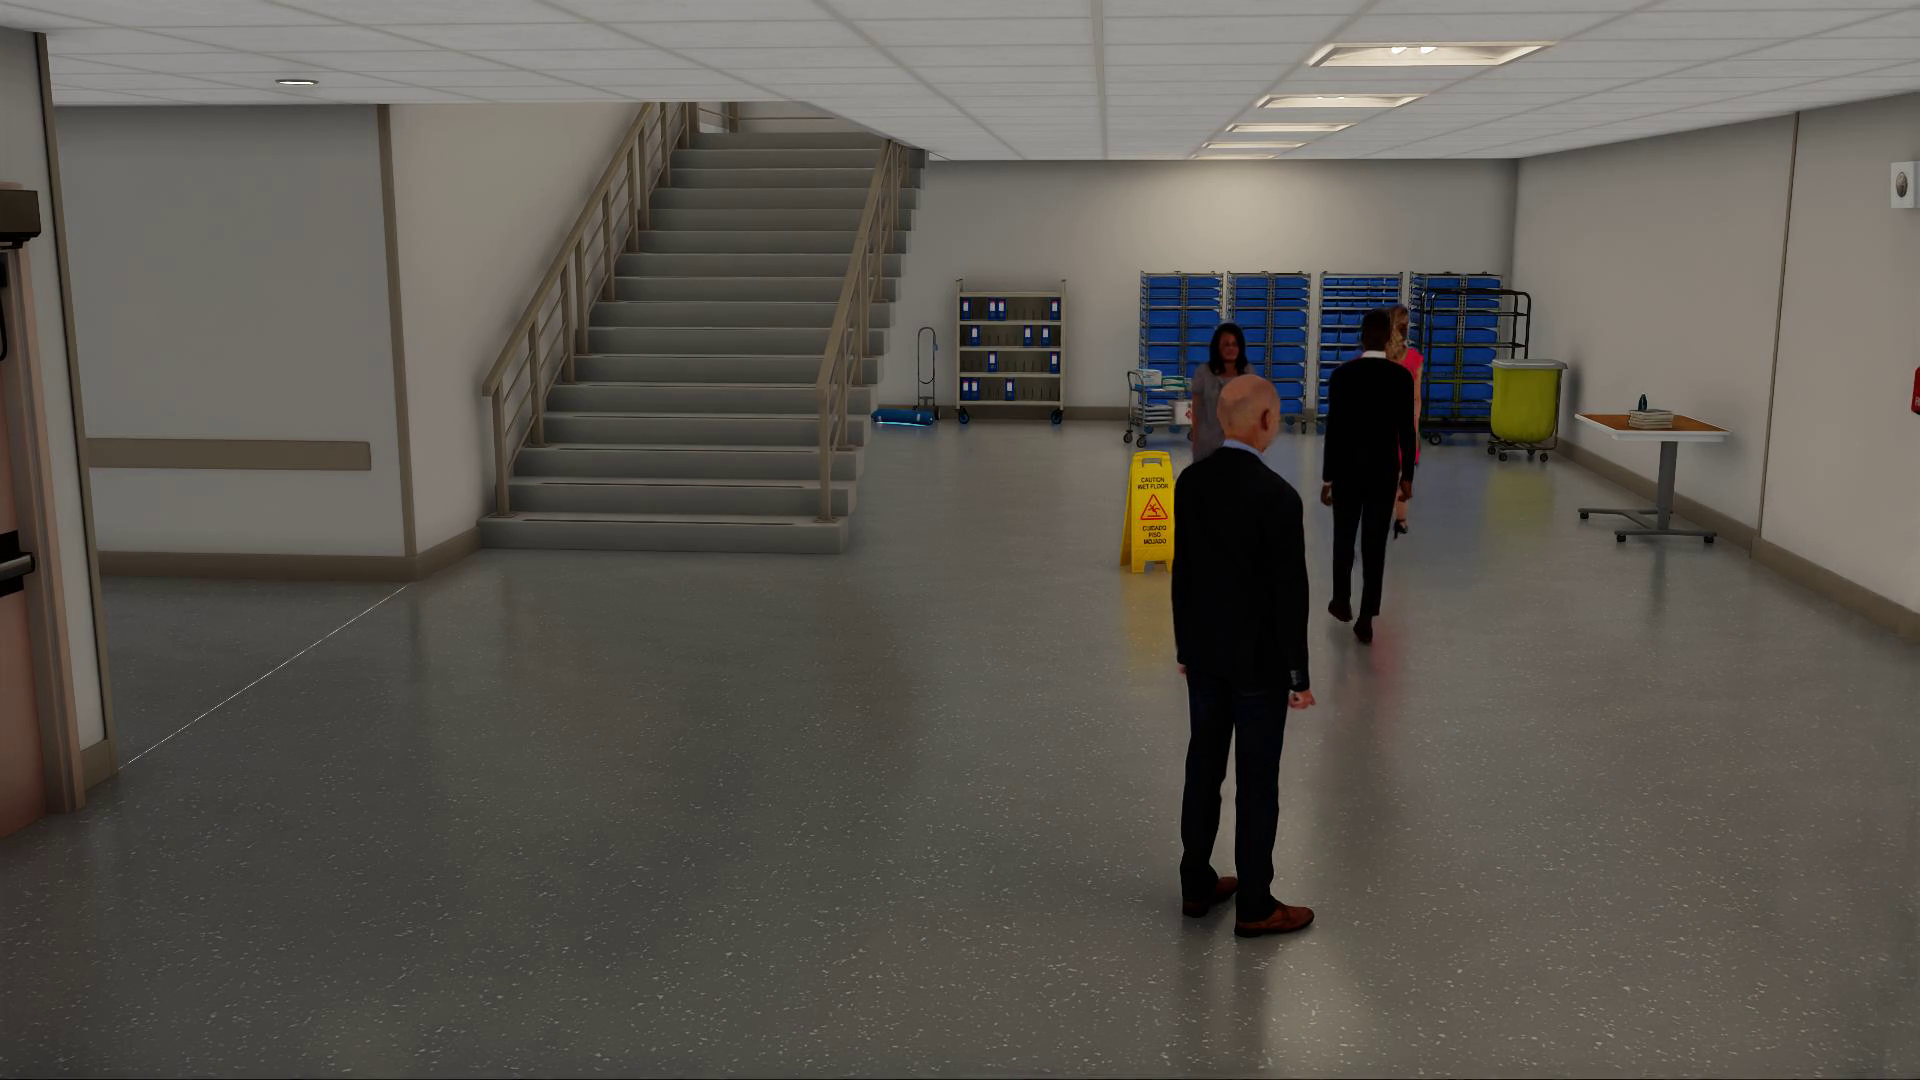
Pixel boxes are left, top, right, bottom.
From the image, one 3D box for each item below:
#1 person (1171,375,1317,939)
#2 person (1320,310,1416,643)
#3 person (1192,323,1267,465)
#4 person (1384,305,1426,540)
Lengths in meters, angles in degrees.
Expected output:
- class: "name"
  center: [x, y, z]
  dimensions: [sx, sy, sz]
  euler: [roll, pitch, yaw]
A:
- class: "person"
  center: [0.893, 0.368, 5.347]
  dimensions: [0.823, 1.799, 0.762]
  euler: [-9, 14, -39]
- class: "person"
  center: [2.235, -0.329, 9.052]
  dimensions: [0.676, 1.786, 0.896]
  euler: [1, 11, 4]
- class: "person"
  center: [1.850, -0.705, 11.533]
  dimensions: [0.698, 1.599, 0.711]
  euler: [-1, 11, -7]
- class: "person"
  center: [2.925, -0.728, 11.428]
  dimensions: [0.844, 1.684, 1.097]
  euler: [5, 12, 26]
